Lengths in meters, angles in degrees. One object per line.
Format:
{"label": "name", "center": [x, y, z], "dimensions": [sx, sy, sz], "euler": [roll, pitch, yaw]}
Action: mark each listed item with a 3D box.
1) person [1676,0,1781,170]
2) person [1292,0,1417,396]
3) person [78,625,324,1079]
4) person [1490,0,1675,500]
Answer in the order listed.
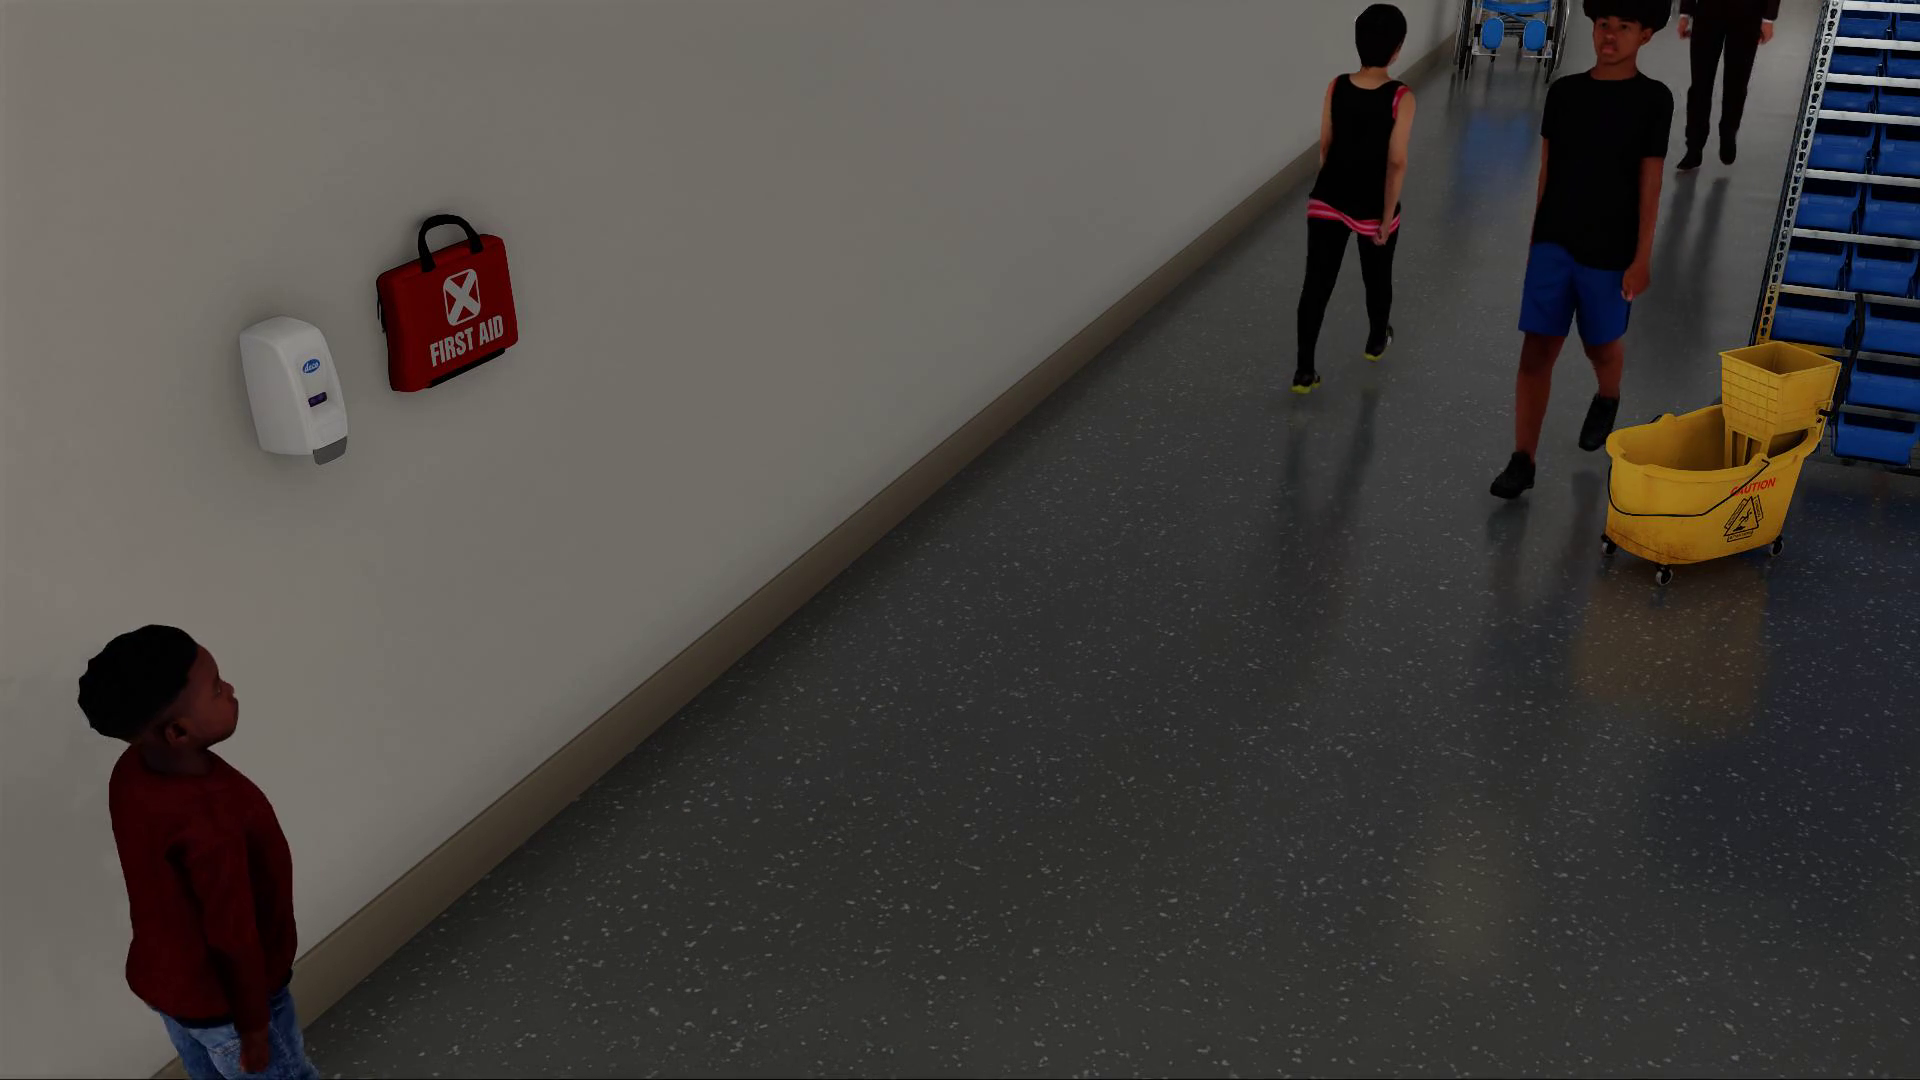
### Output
{"label": "person", "center": [4.738, -3.229, 10.221], "dimensions": [0.716, 1.855, 0.831], "euler": [17, 30, 31]}
{"label": "person", "center": [1.534, -1.299, 6.625], "dimensions": [1.006, 1.502, 0.646], "euler": [14, 29, 26]}
{"label": "person", "center": [-1.279, 0.727, 2.717], "dimensions": [0.620, 1.247, 0.649], "euler": [21, 33, 36]}
{"label": "person", "center": [2.215, -1.041, 5.785], "dimensions": [1.143, 1.767, 0.884], "euler": [19, 32, 34]}
